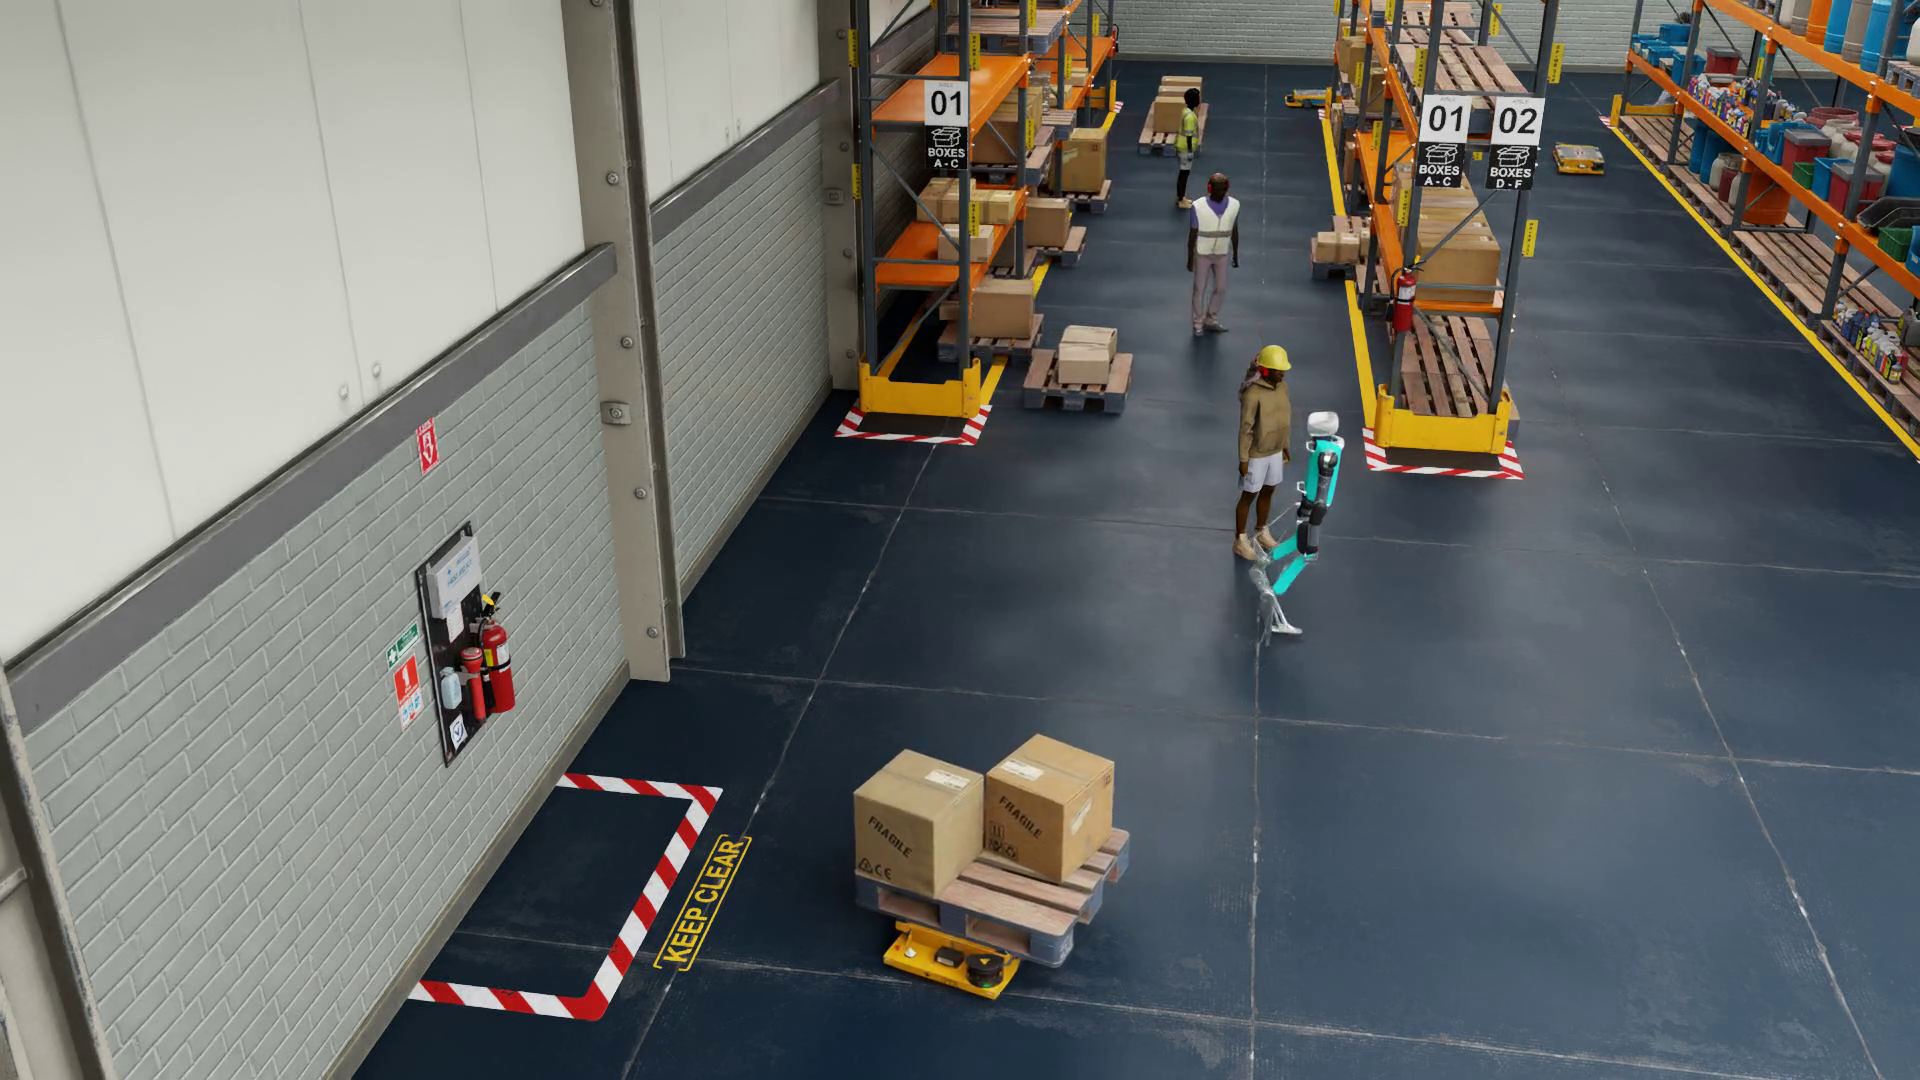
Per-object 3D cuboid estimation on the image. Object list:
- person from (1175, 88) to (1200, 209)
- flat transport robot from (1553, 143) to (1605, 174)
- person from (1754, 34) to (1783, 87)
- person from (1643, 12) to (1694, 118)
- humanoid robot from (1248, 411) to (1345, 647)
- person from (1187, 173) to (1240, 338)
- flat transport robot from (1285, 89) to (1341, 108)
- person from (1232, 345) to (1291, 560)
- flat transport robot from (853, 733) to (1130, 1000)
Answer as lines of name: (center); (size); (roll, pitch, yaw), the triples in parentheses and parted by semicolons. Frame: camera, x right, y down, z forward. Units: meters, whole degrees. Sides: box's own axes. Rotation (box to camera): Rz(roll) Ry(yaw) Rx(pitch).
person: (3.222, -5.541, 23.539); (0.320, 1.690, 0.533); (1, 25, 2)
flat transport robot: (9.742, -6.002, 26.204); (0.659, 0.231, 1.431); (6, 26, 13)
person: (15.835, -9.758, 32.472); (0.305, 1.770, 0.521); (-18, 31, -34)
person: (12.806, -8.477, 29.677); (0.950, 1.812, 0.575); (11, 27, 22)
humanoid robot: (2.284, -0.009, 11.773); (0.713, 1.904, 0.541); (4, 25, 8)
person: (2.761, -3.113, 18.180); (0.586, 1.830, 0.414); (-5, 26, -12)
flat transport robot: (6.764, -8.173, 30.851); (1.431, 0.231, 0.659); (4, 25, 9)
person: (2.378, -0.708, 13.118); (0.541, 1.758, 0.411); (-18, 30, -33)
flat transport robot: (0.202, 1.957, 9.168); (0.659, 0.231, 1.431); (12, 28, 24)
